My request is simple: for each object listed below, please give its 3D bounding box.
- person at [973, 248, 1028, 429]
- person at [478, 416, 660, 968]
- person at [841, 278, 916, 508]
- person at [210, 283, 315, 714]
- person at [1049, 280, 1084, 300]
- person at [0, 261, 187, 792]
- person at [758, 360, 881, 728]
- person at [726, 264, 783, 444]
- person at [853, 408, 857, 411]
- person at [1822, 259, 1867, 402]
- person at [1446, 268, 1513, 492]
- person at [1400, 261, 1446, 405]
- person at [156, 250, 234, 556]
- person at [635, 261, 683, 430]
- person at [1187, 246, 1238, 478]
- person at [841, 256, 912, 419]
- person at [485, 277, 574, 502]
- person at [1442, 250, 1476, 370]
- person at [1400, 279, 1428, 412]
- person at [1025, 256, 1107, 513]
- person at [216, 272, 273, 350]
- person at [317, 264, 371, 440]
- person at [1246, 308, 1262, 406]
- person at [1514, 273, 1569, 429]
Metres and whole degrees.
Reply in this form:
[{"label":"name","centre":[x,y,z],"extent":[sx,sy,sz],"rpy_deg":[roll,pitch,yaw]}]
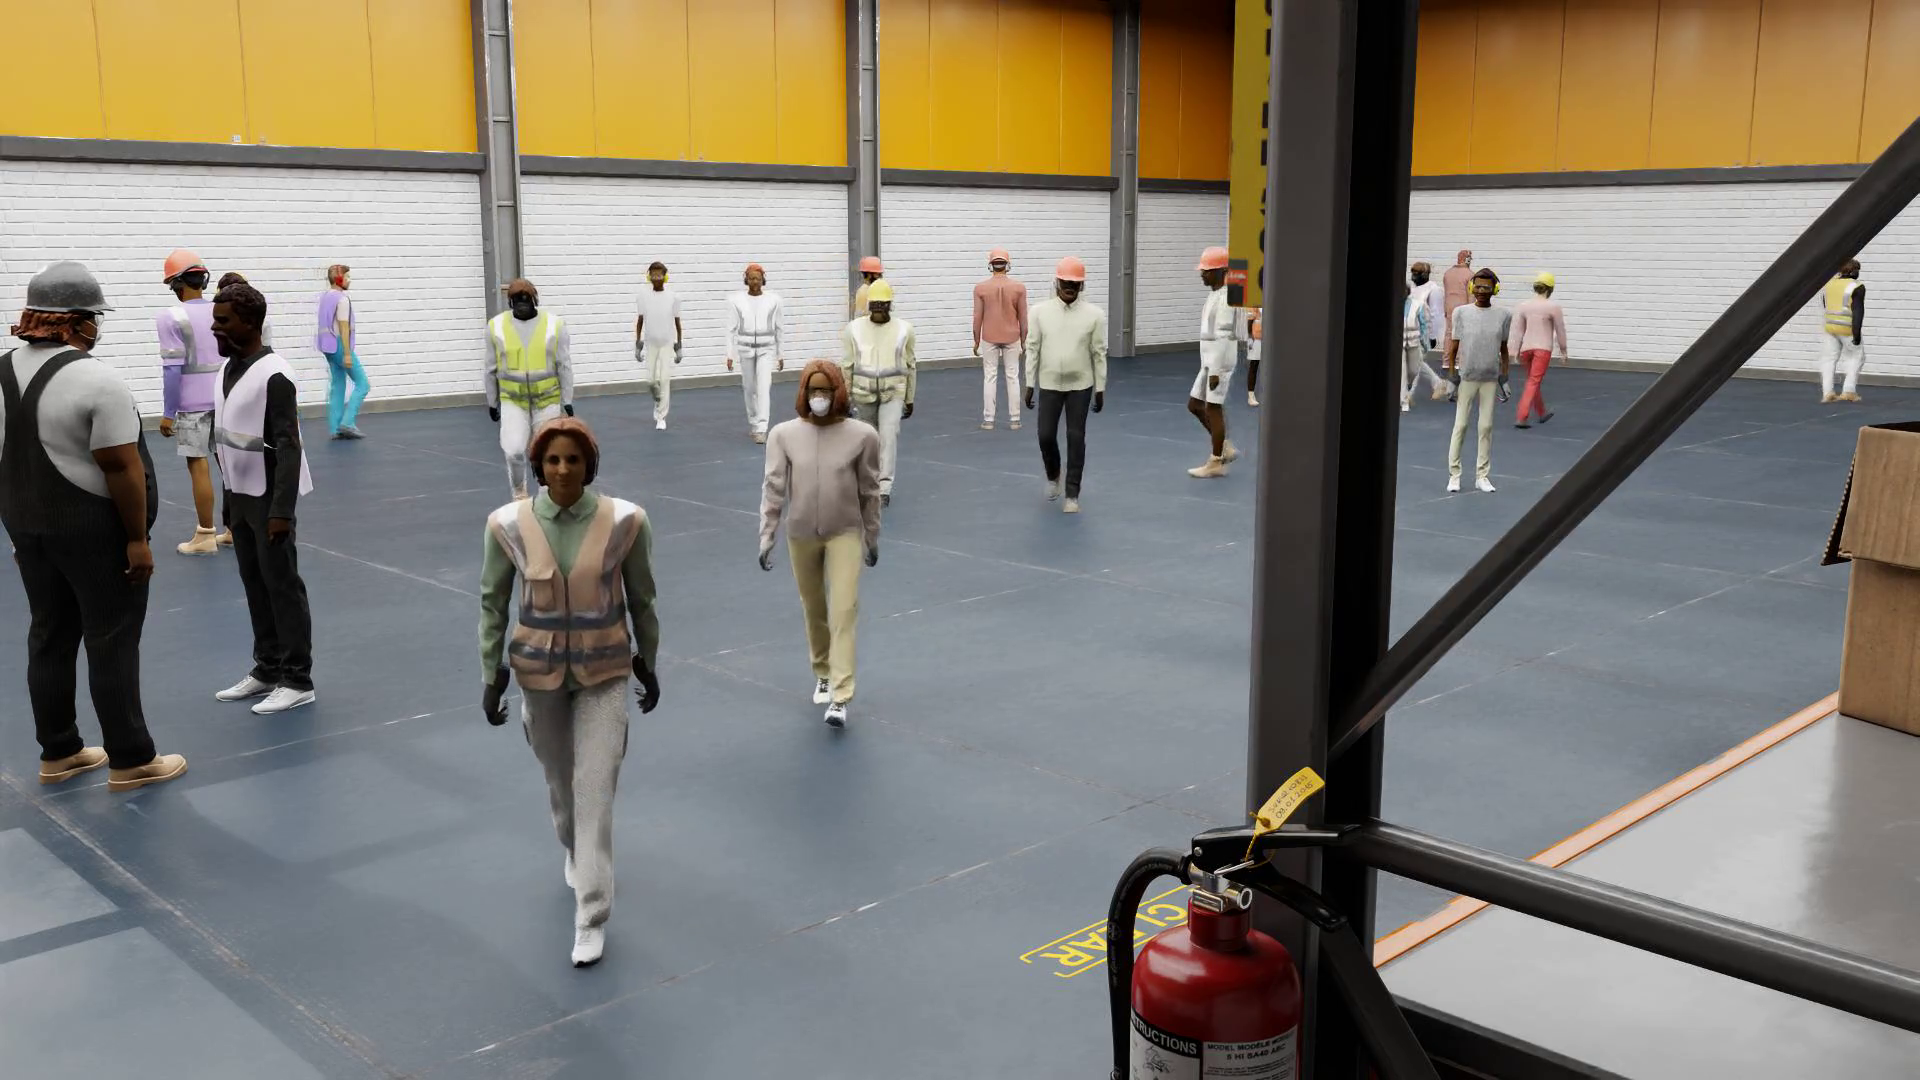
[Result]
[{"label":"person","centre":[0.443,-2.208,18.337],"extent":[0.610,1.986,0.392],"rpy_deg":[0,10,-2]},{"label":"person","centre":[-1.199,0.401,5.147],"extent":[0.534,1.602,0.849],"rpy_deg":[-1,10,-6]},{"label":"person","centre":[-0.647,-1.198,13.350],"extent":[0.593,1.804,0.883],"rpy_deg":[1,10,3]},{"label":"person","centre":[-3.150,-0.188,7.503],"extent":[0.591,1.919,0.392],"rpy_deg":[9,14,41]},{"label":"person","centre":[1.521,-3.122,23.755],"extent":[0.514,1.829,0.568],"rpy_deg":[1,10,5]},{"label":"person","centre":[-3.376,-0.056,6.450],"extent":[0.688,2.000,0.536],"rpy_deg":[4,11,19]},{"label":"person","centre":[-0.617,0.012,7.309],"extent":[0.523,1.588,0.849],"rpy_deg":[1,10,4]},{"label":"person","centre":[-2.142,-1.956,17.380],"extent":[0.589,1.840,0.970],"rpy_deg":[-1,10,-5]},{"label":"person","centre":[-0.986,-2.394,20.396],"extent":[0.745,1.598,0.525],"rpy_deg":[-8,13,-38]},{"label":"person","centre":[11.348,-2.663,21.244],"extent":[0.591,1.824,0.659],"rpy_deg":[-3,11,-16]},{"label":"person","centre":[4.319,-1.319,13.836],"extent":[0.518,1.858,0.323],"rpy_deg":[1,10,4]},{"label":"person","centre":[5.842,-2.608,20.991],"extent":[0.809,1.815,0.633],"rpy_deg":[-4,11,-20]},{"label":"person","centre":[-5.084,-0.907,11.114],"extent":[0.391,2.034,0.605],"rpy_deg":[5,12,25]},{"label":"person","centre":[-3.338,-2.165,18.456],"extent":[0.539,1.853,0.583],"rpy_deg":[0,10,-1]},{"label":"person","centre":[2.218,-1.541,14.561],"extent":[0.405,2.032,0.646],"rpy_deg":[0,10,-2]},{"label":"person","centre":[-1.098,-2.342,19.338],"extent":[0.978,1.900,0.558],"rpy_deg":[0,10,-3]},{"label":"person","centre":[-3.198,-1.033,12.366],"extent":[0.647,1.824,0.444],"rpy_deg":[-2,11,-11]},{"label":"person","centre":[7.966,-3.650,26.445],"extent":[0.403,1.900,0.646],"rpy_deg":[-6,12,-29]},{"label":"person","centre":[5.435,-2.394,20.359],"extent":[0.528,1.610,0.682],"rpy_deg":[1,10,5]},{"label":"person","centre":[0.824,-1.201,12.864],"extent":[0.638,1.974,0.507],"rpy_deg":[1,10,6]},{"label":"person","centre":[-5.303,-1.042,12.314],"extent":[0.518,1.865,0.327],"rpy_deg":[-4,11,-23]},{"label":"person","centre":[-6.423,-1.950,17.340],"extent":[0.493,1.828,0.611],"rpy_deg":[-9,14,-41]},{"label":"person","centre":[3.813,-2.521,20.830],"extent":[0.536,1.697,0.318],"rpy_deg":[-5,11,-24]},{"label":"person","centre":[6.474,-2.106,18.523],"extent":[0.943,1.711,0.537],"rpy_deg":[-8,13,-38]}]
